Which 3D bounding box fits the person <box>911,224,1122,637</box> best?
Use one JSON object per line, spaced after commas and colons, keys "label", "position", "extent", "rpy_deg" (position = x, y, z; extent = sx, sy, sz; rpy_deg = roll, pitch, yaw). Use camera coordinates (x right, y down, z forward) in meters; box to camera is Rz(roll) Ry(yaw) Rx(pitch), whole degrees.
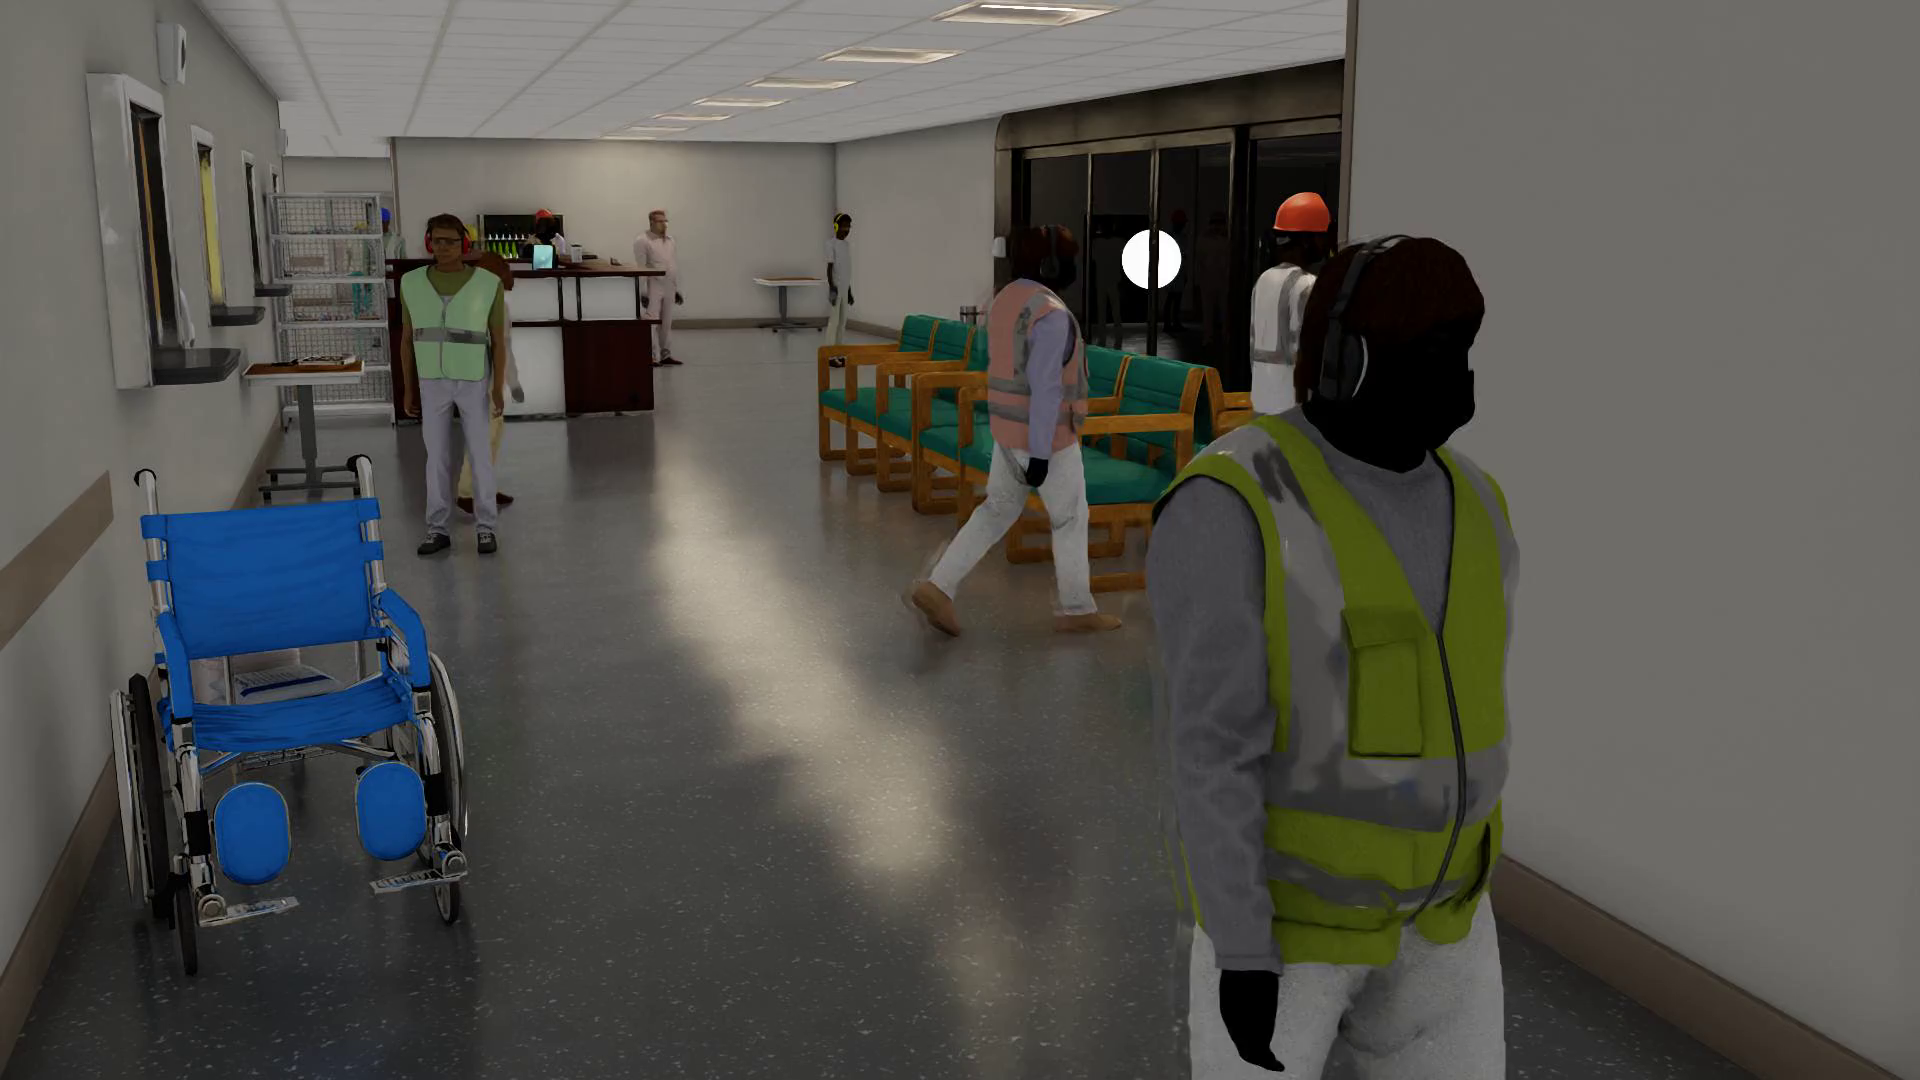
{"label": "person", "position": [0.241, -0.447, 7.187], "extent": [0.914, 1.813, 0.629], "rpy_deg": [-4, 12, -21]}

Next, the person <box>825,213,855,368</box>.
{"label": "person", "position": [-1.454, -3.037, 20.286], "extent": [0.330, 1.865, 0.518], "rpy_deg": [5, 12, 24]}

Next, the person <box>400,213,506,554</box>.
{"label": "person", "position": [-2.753, -0.846, 9.085], "extent": [0.567, 1.846, 0.389], "rpy_deg": [-1, 11, -4]}

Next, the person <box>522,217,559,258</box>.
{"label": "person", "position": [-5.172, -3.093, 20.677], "extent": [0.432, 1.827, 0.663], "rpy_deg": [3, 11, 14]}

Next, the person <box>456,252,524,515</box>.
{"label": "person", "position": [-2.993, -0.979, 10.384], "extent": [0.486, 1.613, 0.558], "rpy_deg": [-6, 13, -30]}

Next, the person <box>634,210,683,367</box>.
{"label": "person", "position": [-3.679, -3.092, 20.477], "extent": [0.400, 1.904, 0.682], "rpy_deg": [7, 13, 34]}

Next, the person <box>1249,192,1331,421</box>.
{"label": "person", "position": [1.544, -0.628, 7.732], "extent": [0.379, 1.938, 0.547], "rpy_deg": [-3, 11, -16]}

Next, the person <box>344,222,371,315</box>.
{"label": "person", "position": [-10.504, -4.680, 29.089], "extent": [0.591, 1.733, 0.515], "rpy_deg": [-1, 11, -3]}

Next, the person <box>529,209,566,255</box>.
{"label": "person", "position": [-5.771, -3.643, 23.238], "extent": [0.549, 1.928, 0.389], "rpy_deg": [2, 11, 11]}

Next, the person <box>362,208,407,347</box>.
{"label": "person", "position": [-8.096, -3.695, 23.451], "extent": [0.614, 1.943, 0.409], "rpy_deg": [-4, 12, -20]}

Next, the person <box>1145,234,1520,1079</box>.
{"label": "person", "position": [0.534, 0.488, 2.337], "extent": [0.626, 1.814, 0.816], "rpy_deg": [-6, 13, -29]}
